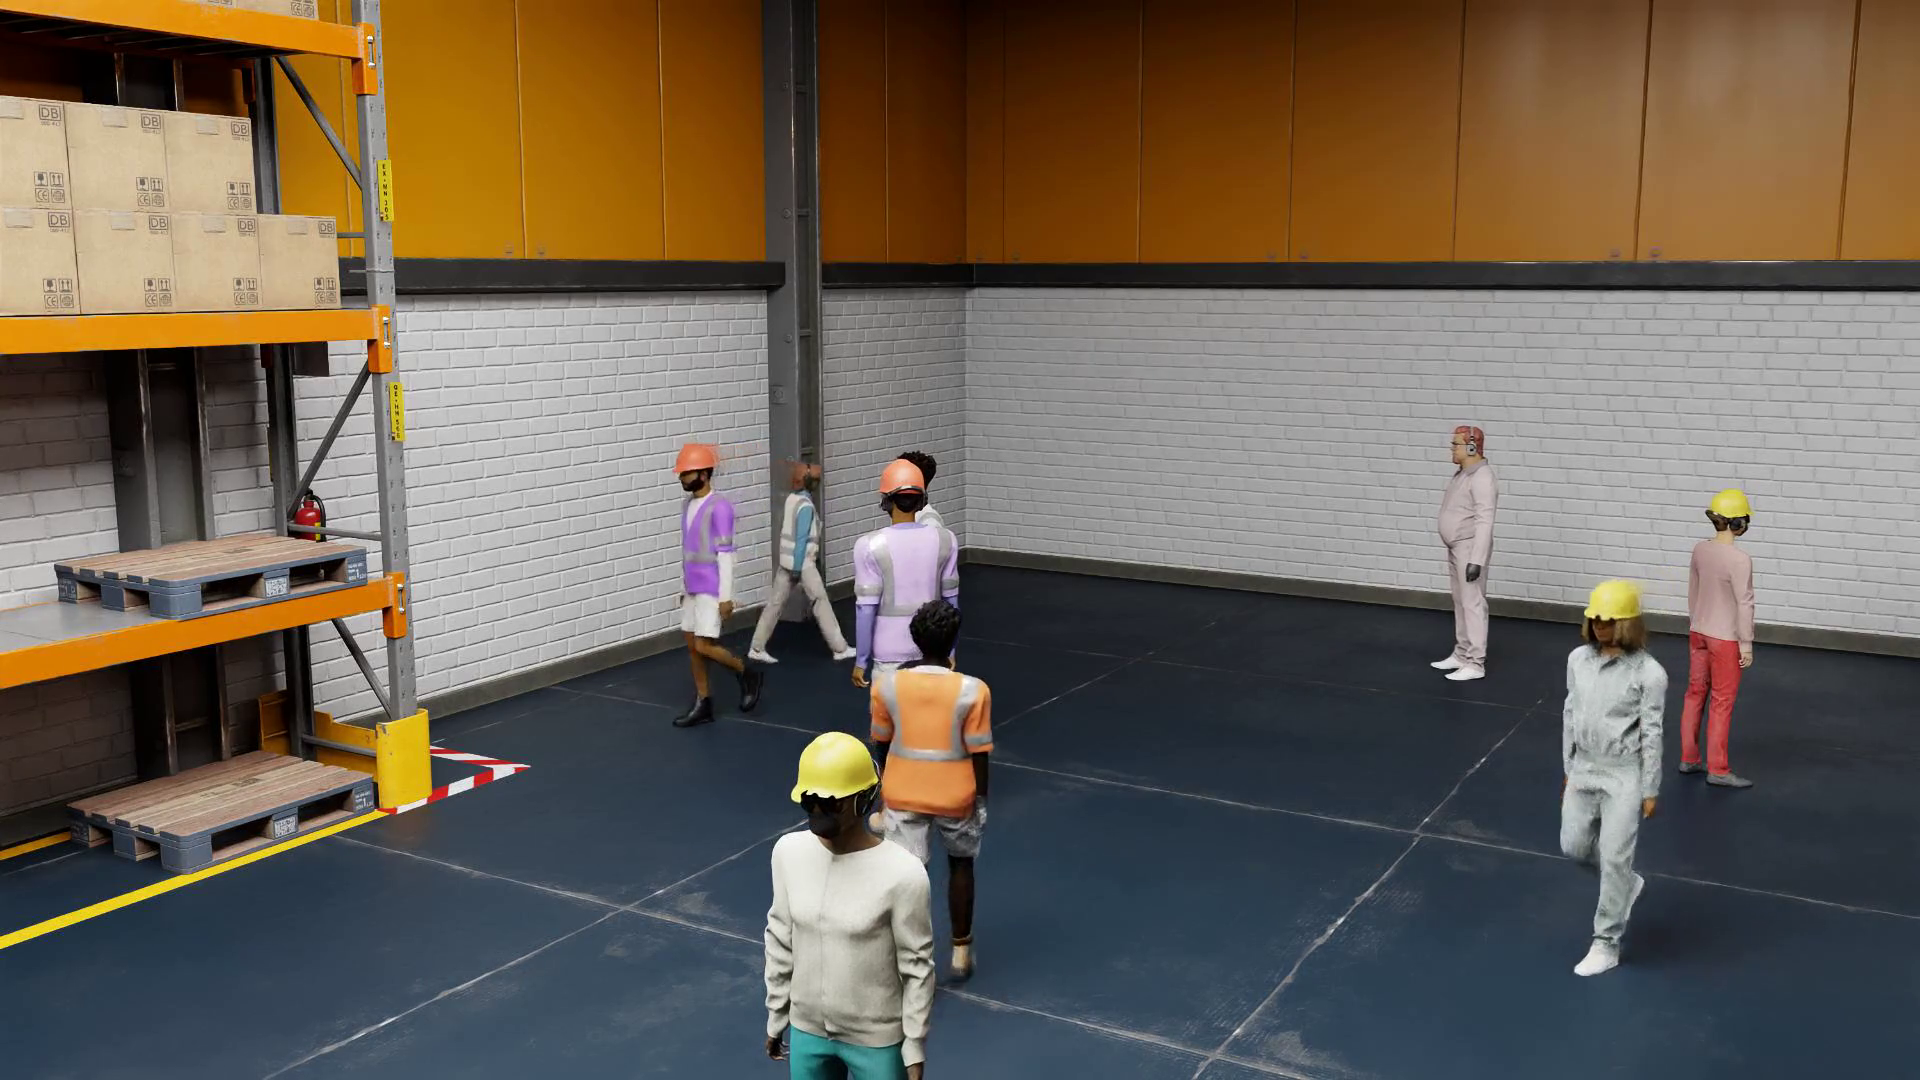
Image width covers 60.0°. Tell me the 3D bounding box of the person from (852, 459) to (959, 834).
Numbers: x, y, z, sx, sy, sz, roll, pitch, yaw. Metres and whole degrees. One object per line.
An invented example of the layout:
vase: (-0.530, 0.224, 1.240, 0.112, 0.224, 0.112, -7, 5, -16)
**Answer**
person: (-0.306, 0.582, 8.981, 0.613, 2.041, 0.393, -5, 10, -27)

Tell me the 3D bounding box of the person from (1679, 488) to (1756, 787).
person: (4.522, 0.575, 9.878, 0.308, 1.772, 0.525, -2, 9, -12)

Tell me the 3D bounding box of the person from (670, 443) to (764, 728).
person: (-1.662, 0.299, 11.130, 0.548, 1.917, 0.555, -7, 11, -37)

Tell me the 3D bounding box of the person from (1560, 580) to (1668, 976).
person: (2.886, 1.013, 7.292, 0.546, 1.729, 0.488, -6, 11, -34)

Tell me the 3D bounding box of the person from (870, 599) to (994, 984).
person: (-0.113, 1.078, 7.046, 0.537, 1.673, 0.582, 1, 9, 7)

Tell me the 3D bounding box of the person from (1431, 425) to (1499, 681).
person: (3.774, 0.095, 12.445, 0.399, 1.909, 0.642, 1, 9, 4)

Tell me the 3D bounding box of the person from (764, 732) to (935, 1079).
person: (-0.332, 1.402, 4.730, 0.533, 1.767, 0.325, 4, 10, 26)

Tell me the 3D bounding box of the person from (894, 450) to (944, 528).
person: (-0.268, 0.431, 10.159, 0.367, 1.966, 0.607, -3, 9, -16)

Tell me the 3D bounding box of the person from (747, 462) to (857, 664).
person: (-1.236, 0.185, 12.879, 0.907, 1.586, 0.513, -4, 10, -22)
